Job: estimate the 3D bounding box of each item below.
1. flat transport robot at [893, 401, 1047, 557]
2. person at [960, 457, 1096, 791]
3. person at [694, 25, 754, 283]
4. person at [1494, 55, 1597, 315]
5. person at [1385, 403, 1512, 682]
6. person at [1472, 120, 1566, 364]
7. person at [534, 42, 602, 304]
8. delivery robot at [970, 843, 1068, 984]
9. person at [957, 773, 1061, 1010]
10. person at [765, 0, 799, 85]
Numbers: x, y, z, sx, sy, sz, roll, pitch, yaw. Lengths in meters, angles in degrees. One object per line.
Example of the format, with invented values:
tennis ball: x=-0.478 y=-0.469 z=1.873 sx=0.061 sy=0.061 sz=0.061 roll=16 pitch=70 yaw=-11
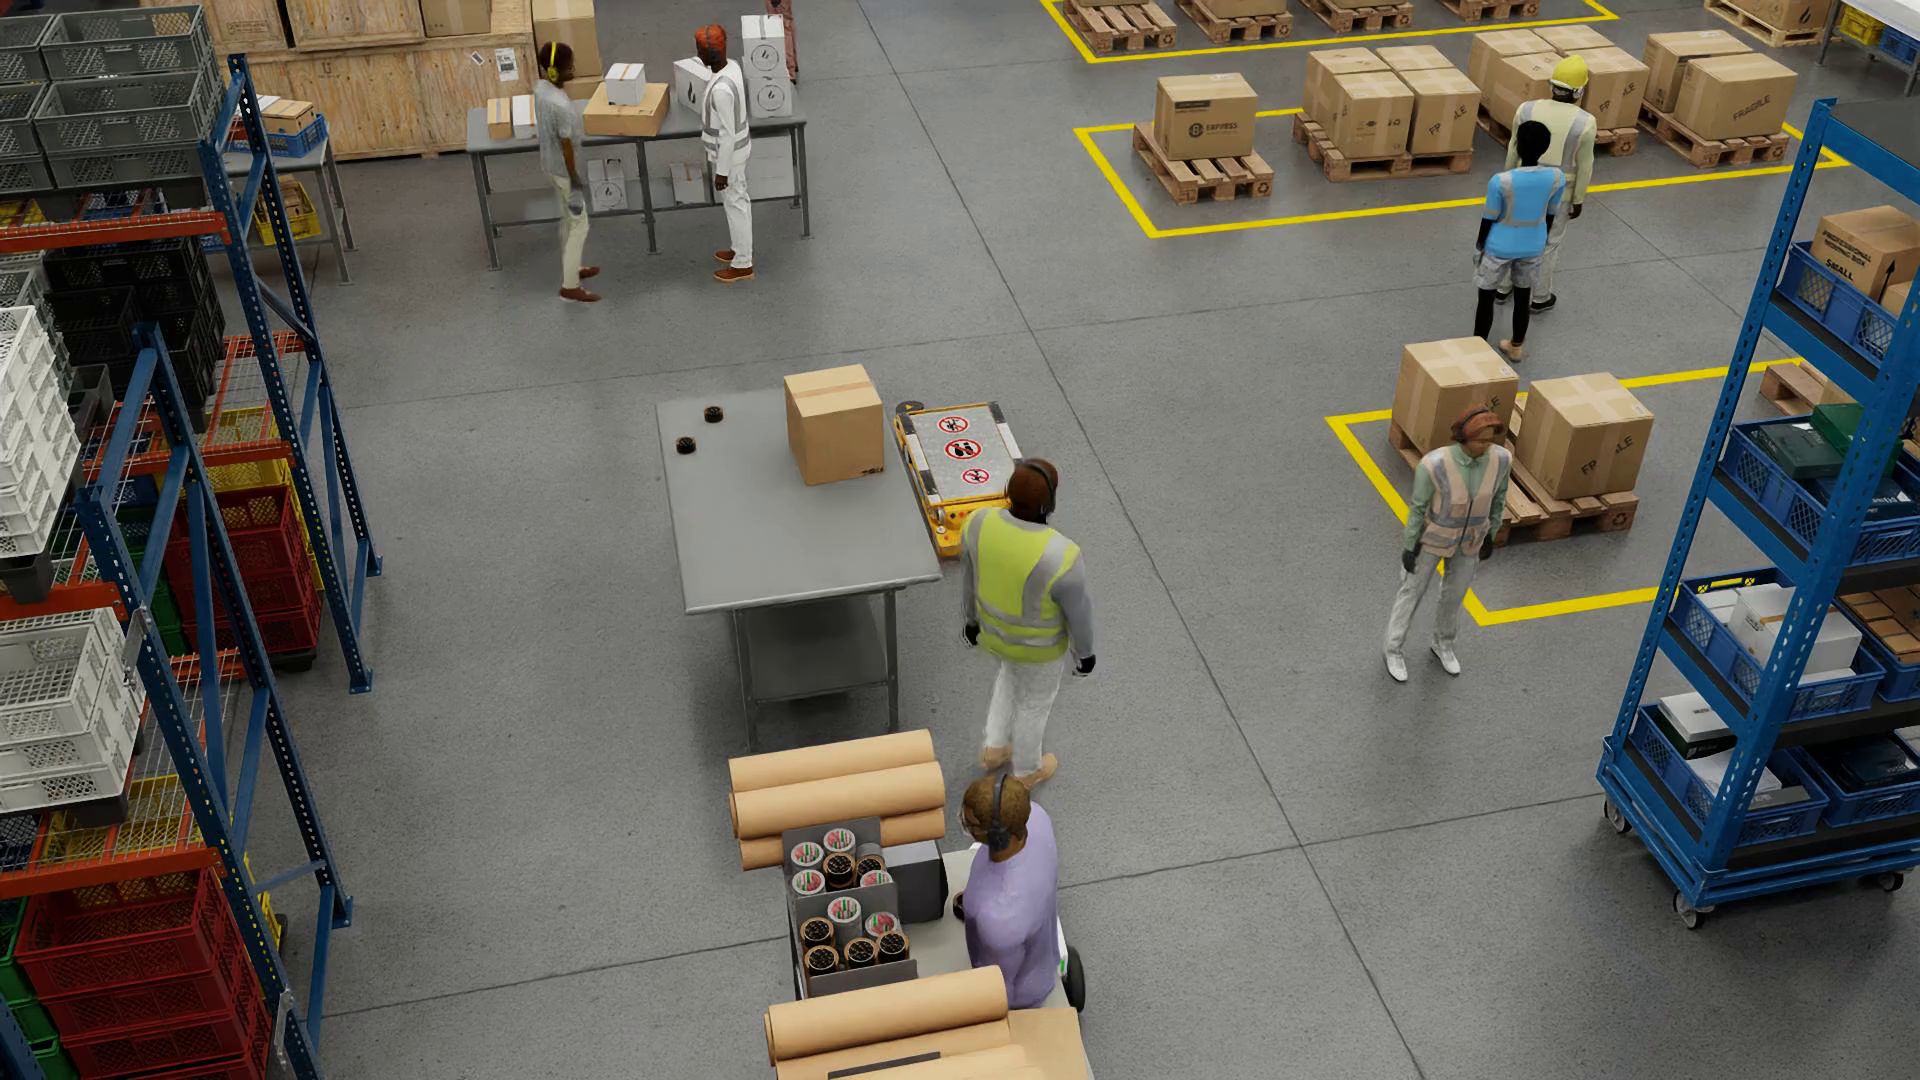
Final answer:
flat transport robot: x=0.046 y=-0.430 z=10.108 sx=0.652 sy=0.197 sz=1.431 roll=-8 pitch=37 yaw=-10
person: x=0.311 y=0.427 z=7.664 sx=0.647 sy=1.832 sz=0.446 roll=29 pitch=45 yaw=33
person: x=-1.672 y=-2.762 z=11.899 sx=0.356 sy=1.887 sz=0.572 roll=-1 pitch=37 yaw=-1
person: x=4.063 y=-2.456 z=11.531 sx=0.588 sy=1.835 sz=0.403 roll=25 pitch=43 yaw=29
person: x=2.459 y=0.013 z=8.381 sx=0.521 sy=1.632 sz=0.314 roll=-6 pitch=37 yaw=-9
person: x=3.637 y=-1.933 z=10.950 sx=0.535 sy=1.691 sz=0.320 roll=-5 pitch=37 yaw=-6
person: x=-2.796 y=-2.611 z=11.725 sx=0.383 sy=1.871 sz=0.599 roll=-23 pitch=42 yaw=-27
delivery robot: x=0.234 y=1.591 z=7.081 sx=0.477 sy=0.478 sz=0.707 roll=-5 pitch=37 yaw=-6
person: x=0.173 y=1.573 z=6.041 sx=0.371 sy=1.929 sz=0.630 roll=7 pitch=37 yaw=9
person: x=-1.678 y=-5.068 z=14.995 sx=0.400 sy=1.899 sz=0.650 roll=-1 pitch=37 yaw=-1
